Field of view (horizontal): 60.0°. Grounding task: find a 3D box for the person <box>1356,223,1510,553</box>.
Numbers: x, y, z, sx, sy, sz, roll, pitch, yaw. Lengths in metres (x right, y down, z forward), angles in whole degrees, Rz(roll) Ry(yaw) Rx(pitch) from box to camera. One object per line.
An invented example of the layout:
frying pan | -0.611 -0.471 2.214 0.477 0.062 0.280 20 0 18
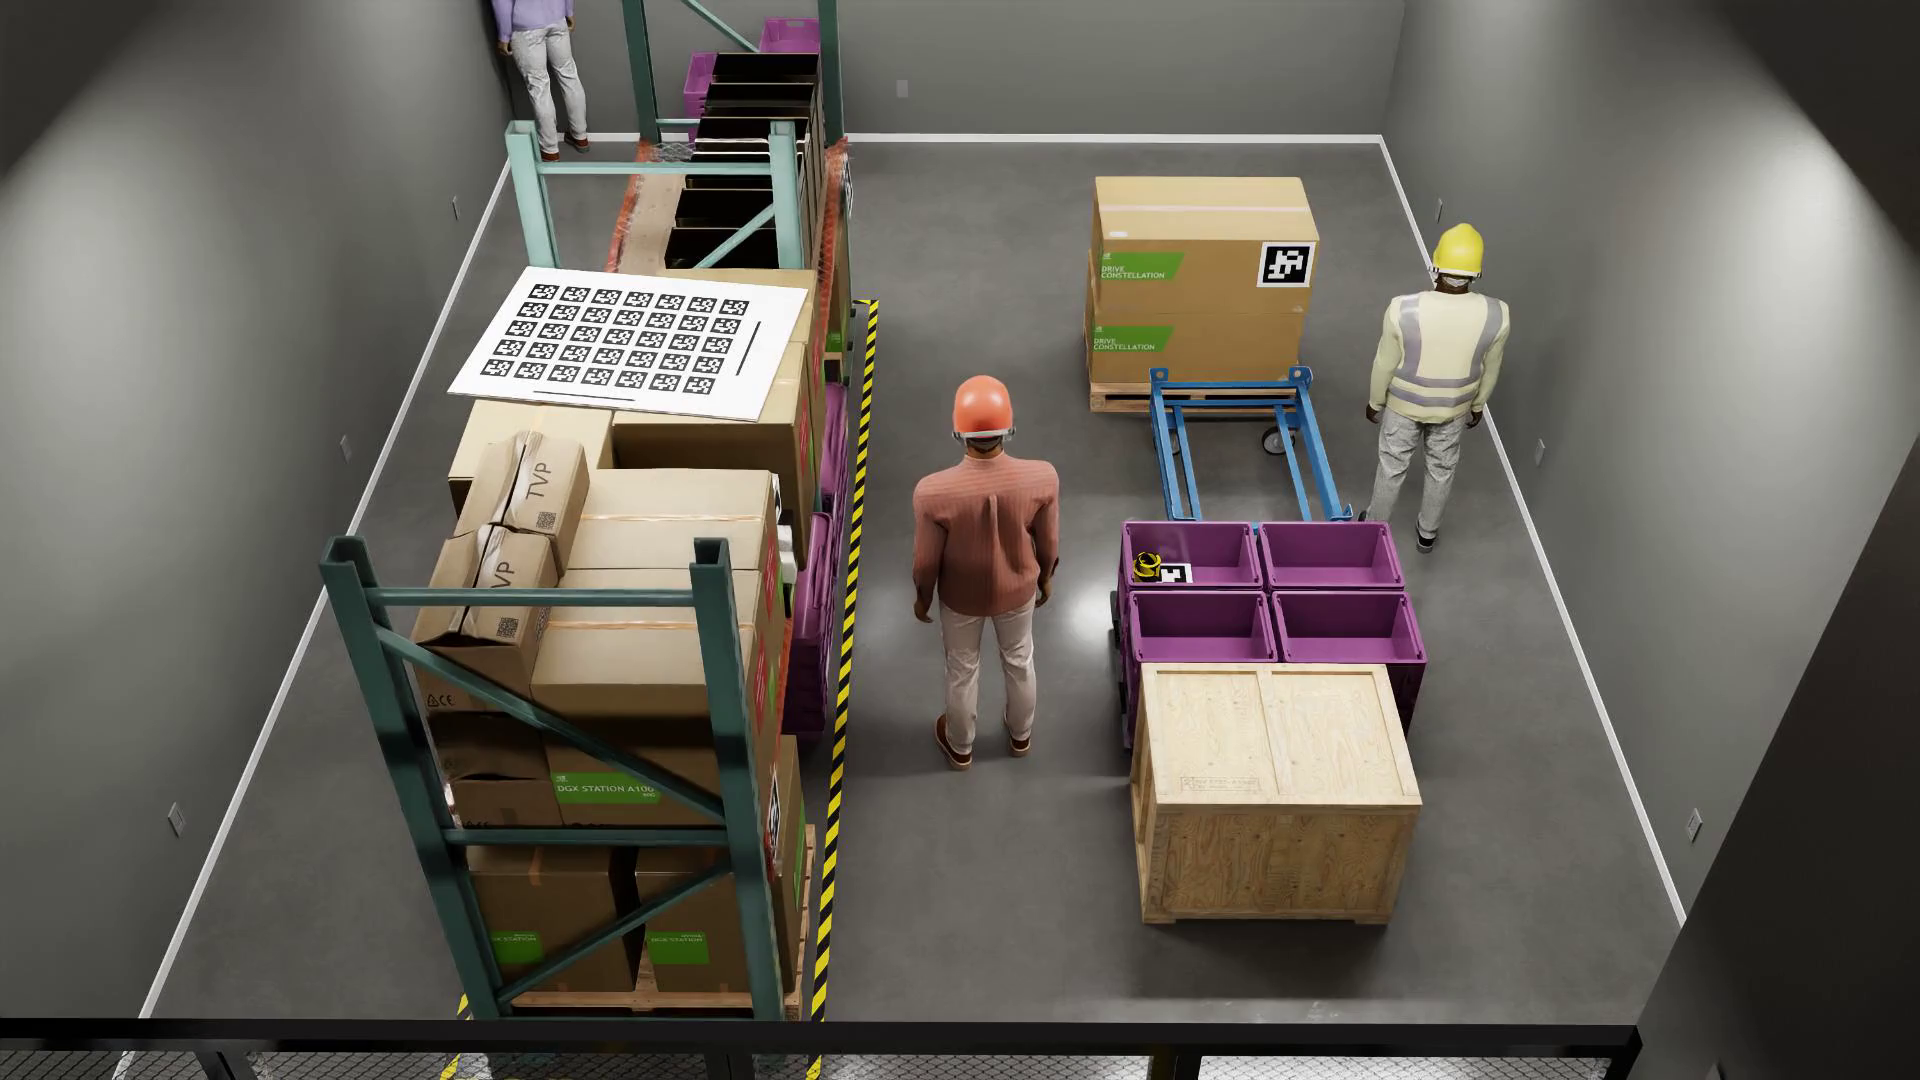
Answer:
person | 2.247 -0.694 7.984 0.590 1.833 0.404 2 41 2

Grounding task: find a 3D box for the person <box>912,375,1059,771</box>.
person | 0.100 0.171 6.878 0.611 1.993 0.384 -9 42 -10

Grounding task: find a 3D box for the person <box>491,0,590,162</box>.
person | -2.809 -3.429 11.024 0.371 1.940 0.627 33 51 32
